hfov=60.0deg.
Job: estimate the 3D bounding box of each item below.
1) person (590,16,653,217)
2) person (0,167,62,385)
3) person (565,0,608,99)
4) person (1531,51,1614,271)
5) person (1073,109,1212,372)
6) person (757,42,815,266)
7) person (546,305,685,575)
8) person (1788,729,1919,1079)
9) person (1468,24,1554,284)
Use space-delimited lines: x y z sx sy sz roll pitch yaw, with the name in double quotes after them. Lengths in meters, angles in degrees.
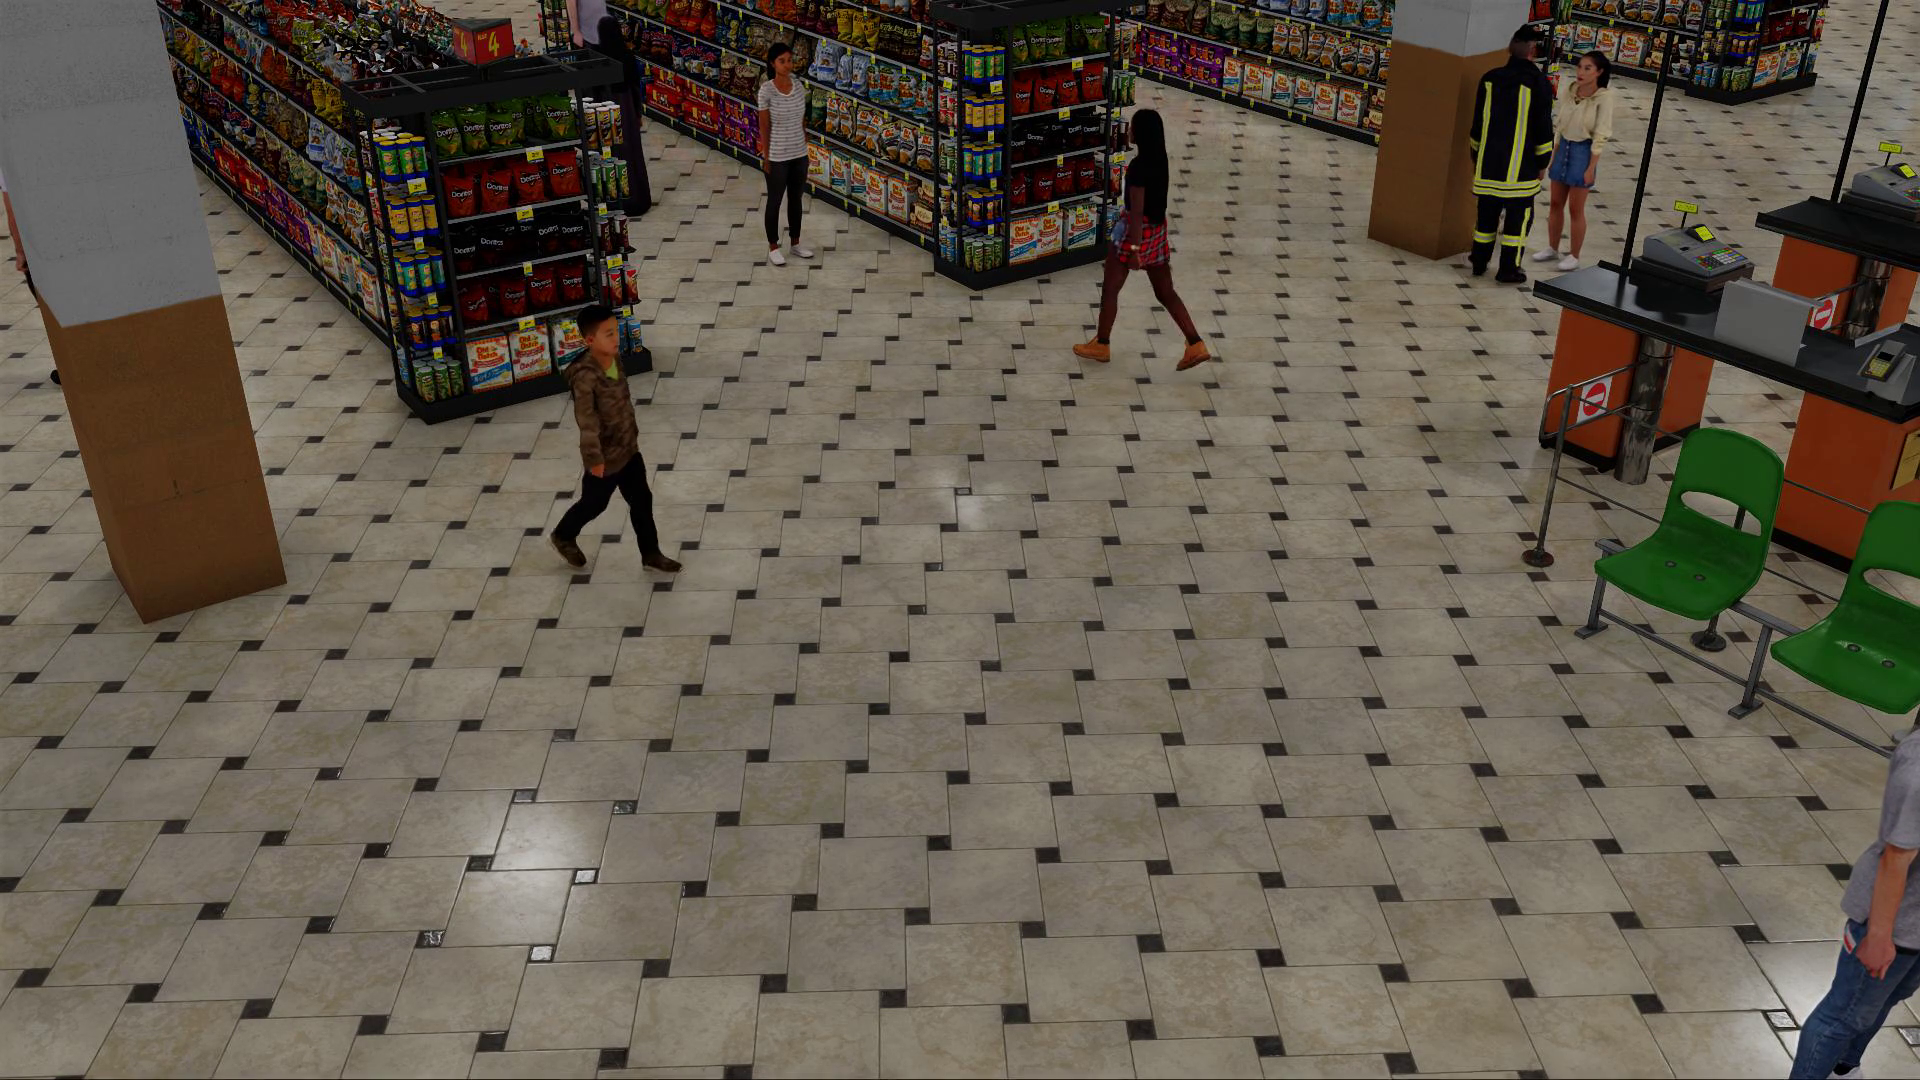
-2.815 -3.463 13.598 0.668 1.611 0.680 -9 30 -15 "person"
-5.710 -1.880 10.452 0.731 1.848 0.747 15 32 26 "person"
-3.569 -4.889 15.973 0.784 1.838 0.757 9 30 17 "person"
4.617 -2.840 12.440 0.721 1.628 0.519 -15 32 -25 "person"
1.236 -1.841 10.546 1.262 1.689 0.922 17 33 29 "person"
-1.329 -2.922 12.570 0.582 1.646 0.546 -22 36 -35 "person"
-1.824 -0.480 8.313 1.061 1.440 0.915 11 31 19 "person"
2.871 1.063 5.020 0.665 1.888 0.529 -19 34 -31 "person"
3.996 -2.809 12.135 0.908 1.865 0.744 -24 37 -37 "person"
